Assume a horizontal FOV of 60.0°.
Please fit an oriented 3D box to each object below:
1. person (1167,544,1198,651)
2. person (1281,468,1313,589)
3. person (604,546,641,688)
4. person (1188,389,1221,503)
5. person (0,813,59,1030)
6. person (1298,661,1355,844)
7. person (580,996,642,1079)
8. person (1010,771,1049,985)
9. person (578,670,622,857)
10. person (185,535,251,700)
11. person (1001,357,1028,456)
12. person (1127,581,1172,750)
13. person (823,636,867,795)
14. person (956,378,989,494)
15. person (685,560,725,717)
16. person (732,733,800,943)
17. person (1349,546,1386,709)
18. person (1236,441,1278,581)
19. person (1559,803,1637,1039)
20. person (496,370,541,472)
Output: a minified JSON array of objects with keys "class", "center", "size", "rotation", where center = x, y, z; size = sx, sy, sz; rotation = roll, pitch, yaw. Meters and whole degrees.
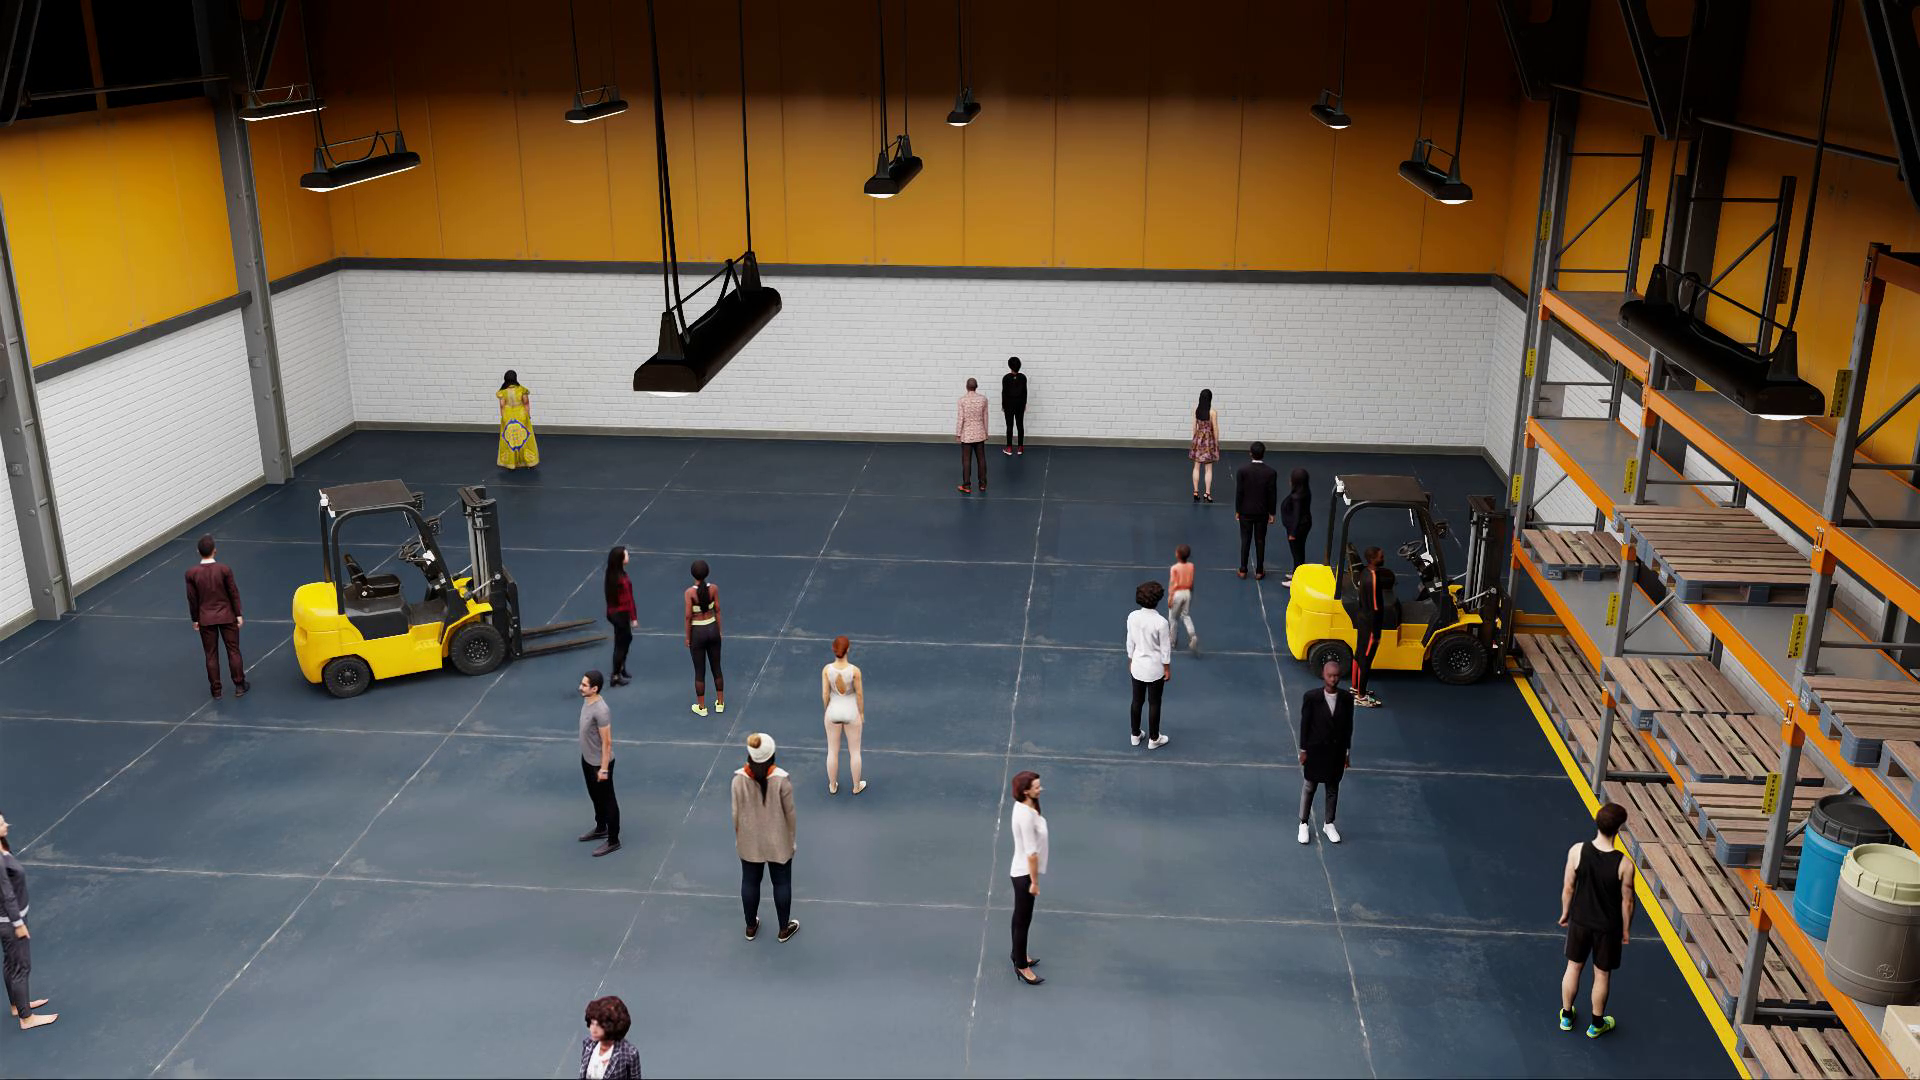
[{"class":"person","center":[2.658,0.694,19.770],"size":[0.689,1.296,0.838],"rotation":[-8,20,-22]},{"class":"person","center":[4.447,-0.168,21.830],"size":[0.784,1.616,0.665],"rotation":[8,20,22]},{"class":"person","center":[-3.898,0.885,18.657],"size":[0.763,1.645,0.701],"rotation":[-15,23,-37]},{"class":"person","center":[3.733,-1.441,25.360],"size":[0.785,1.775,0.818],"rotation":[11,22,30]},{"class":"person","center":[-7.214,2.856,12.614],"size":[0.738,1.768,0.679],"rotation":[-15,24,-38]},{"class":"person","center":[3.368,1.938,15.347],"size":[0.664,1.762,0.586],"rotation":[-1,19,-2]},{"class":"person","center":[-2.187,3.619,10.452],"size":[0.690,1.701,0.681],"rotation":[10,21,27]},{"class":"person","center":[0.516,2.651,13.178],"size":[0.687,1.795,0.489],"rotation":[-1,19,-2]},{"class":"person","center":[-3.303,1.995,15.188],"size":[0.765,1.755,0.678],"rotation":[-11,22,-30]},{"class":"person","center":[-8.223,0.852,18.408],"size":[0.766,1.866,0.745],"rotation":[-6,20,-17]},{"class":"person","center":[0.918,-2.270,27.979],"size":[0.652,1.675,0.628],"rotation":[-3,19,-10]},{"class":"person","center":[1.949,1.283,17.216],"size":[0.723,1.810,0.732],"rotation":[11,22,30]},{"class":"person","center":[-1.138,1.705,16.224],"size":[0.544,1.644,0.470],"rotation":[2,19,6]},{"class":"person","center":[0.201,-1.642,25.905],"size":[0.771,1.808,0.750],"rotation":[-7,20,-19]},{"class":"person","center":[-2.760,1.050,17.997],"size":[0.641,1.754,0.662],"rotation":[-9,21,-25]},{"class":"person","center":[-1.614,2.425,13.701],"size":[0.684,1.890,0.656],"rotation":[3,19,8]},{"class":"person","center":[4.486,0.926,18.280],"size":[0.700,1.808,0.490],"rotation":[0,19,0]},{"class":"person","center":[3.910,-0.394,22.080],"size":[0.702,1.884,0.557],"rotation":[3,19,8]},{"class":"person","center":[4.759,2.845,12.450],"size":[0.768,1.892,0.765],"rotation":[12,22,32]},{"class":"person","center":[-7.244,-1.960,27.083],"size":[0.971,1.660,0.948],"rotation":[-6,19,-17]}]
